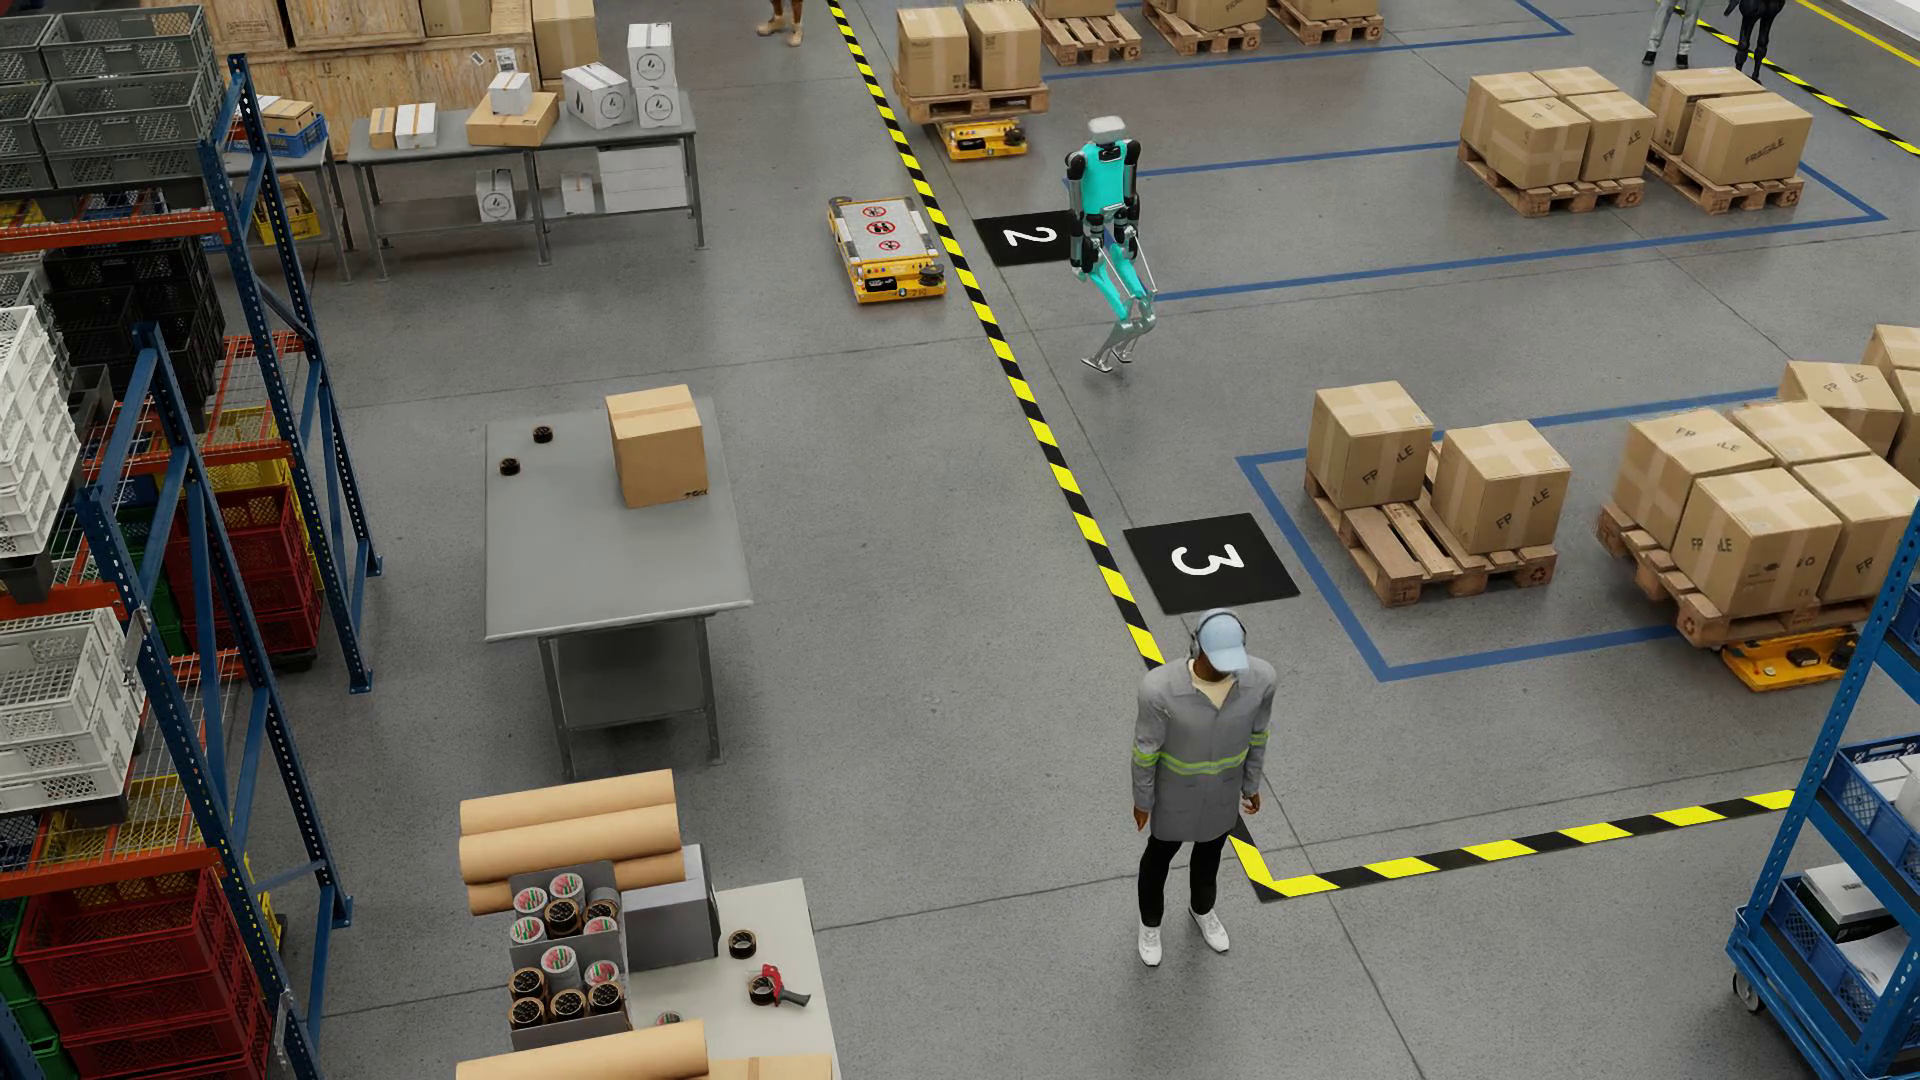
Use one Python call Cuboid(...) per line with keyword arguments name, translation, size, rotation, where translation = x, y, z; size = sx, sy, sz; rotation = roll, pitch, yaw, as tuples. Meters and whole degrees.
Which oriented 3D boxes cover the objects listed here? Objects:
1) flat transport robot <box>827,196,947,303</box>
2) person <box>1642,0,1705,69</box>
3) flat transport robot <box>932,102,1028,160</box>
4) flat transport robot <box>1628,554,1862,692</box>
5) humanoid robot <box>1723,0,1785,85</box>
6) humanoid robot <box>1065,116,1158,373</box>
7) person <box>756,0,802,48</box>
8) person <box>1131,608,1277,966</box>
Cuboid(name="flat transport robot", translation=(-0.570, -2.220, 12.538), size=(0.659, 0.231, 1.431), rotation=(-8, 37, -10))
Cuboid(name="person", translation=(6.759, -5.277, 15.340), size=(0.588, 1.827, 0.404), rotation=(12, 38, 16))
Cuboid(name="flat transport robot", translation=(0.098, -3.716, 14.525), size=(0.652, 0.197, 1.431), rotation=(-8, 37, -10))
Cuboid(name="flat transport robot", translation=(4.274, 0.266, 9.173), size=(0.652, 0.197, 1.431), rotation=(-8, 37, -10))
Cuboid(name="humanoid robot", translation=(7.205, -4.902, 14.952), size=(0.599, 1.654, 0.315), rotation=(-13, 39, -17))
Cuboid(name="humanoid robot", translation=(1.031, -1.826, 10.665), size=(0.533, 1.677, 0.735), rotation=(-20, 41, -24))
Cuboid(name="person", translation=(-1.675, -5.646, 15.699), size=(0.679, 1.992, 0.511), rotation=(20, 41, 24))
Cuboid(name="person", translation=(0.984, 1.021, 6.855), size=(0.589, 1.853, 0.373), rotation=(-8, 37, -11))
